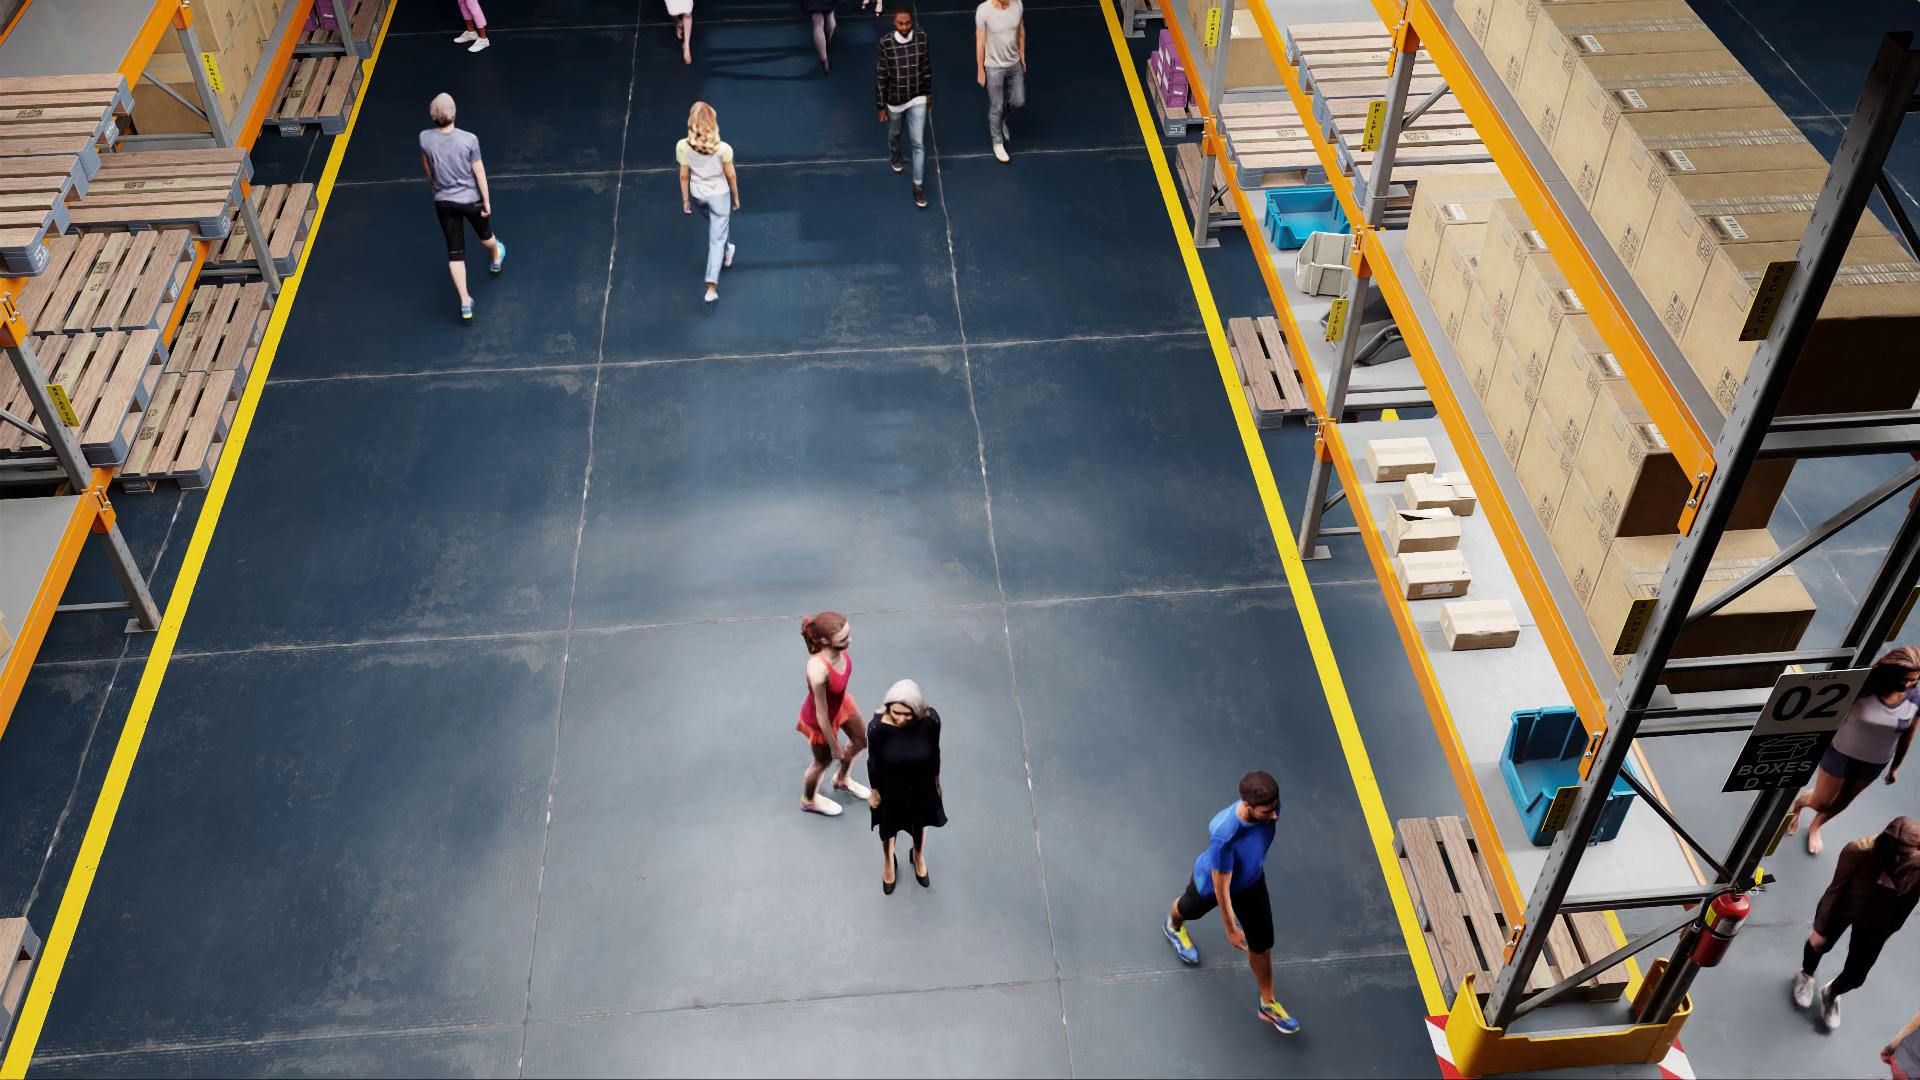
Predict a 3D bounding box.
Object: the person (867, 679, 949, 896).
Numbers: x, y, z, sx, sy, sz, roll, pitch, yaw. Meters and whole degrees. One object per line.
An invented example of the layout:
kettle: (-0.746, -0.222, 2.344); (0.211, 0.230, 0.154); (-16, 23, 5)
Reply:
person: (-0.302, 1.394, 9.365); (0.622, 1.747, 0.595); (-8, 44, -9)

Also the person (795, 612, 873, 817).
person: (-0.855, 1.010, 9.780); (0.785, 1.729, 0.707); (10, 45, 11)

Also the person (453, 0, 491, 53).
person: (-5.129, -5.864, 16.987); (0.718, 1.741, 0.635); (-33, 53, -30)

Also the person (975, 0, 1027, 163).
person: (0.339, -4.439, 15.395); (0.818, 1.874, 0.879); (-20, 47, -20)

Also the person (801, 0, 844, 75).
person: (-1.420, -5.475, 16.671); (0.691, 1.613, 1.022); (-2, 44, -2)

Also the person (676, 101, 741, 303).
person: (-2.069, -2.767, 13.778); (0.799, 1.683, 1.221); (4, 44, 5)

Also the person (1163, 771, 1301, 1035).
person: (1.360, 1.773, 8.921); (1.002, 1.810, 1.309); (-23, 48, -22)

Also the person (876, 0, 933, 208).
person: (-0.525, -4.024, 15.033); (0.755, 1.774, 1.232); (-8, 44, -8)

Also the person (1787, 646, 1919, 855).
person: (5.192, 1.158, 9.632); (0.704, 1.719, 0.722); (10, 45, 11)

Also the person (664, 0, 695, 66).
person: (-2.842, -5.690, 16.775); (0.628, 1.783, 0.772); (-8, 44, -8)

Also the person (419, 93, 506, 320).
person: (-4.107, -2.692, 13.591); (0.668, 1.833, 1.212); (-4, 44, -4)

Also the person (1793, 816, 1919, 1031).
person: (4.744, 1.928, 8.854); (0.730, 1.679, 0.757); (12, 45, 13)
